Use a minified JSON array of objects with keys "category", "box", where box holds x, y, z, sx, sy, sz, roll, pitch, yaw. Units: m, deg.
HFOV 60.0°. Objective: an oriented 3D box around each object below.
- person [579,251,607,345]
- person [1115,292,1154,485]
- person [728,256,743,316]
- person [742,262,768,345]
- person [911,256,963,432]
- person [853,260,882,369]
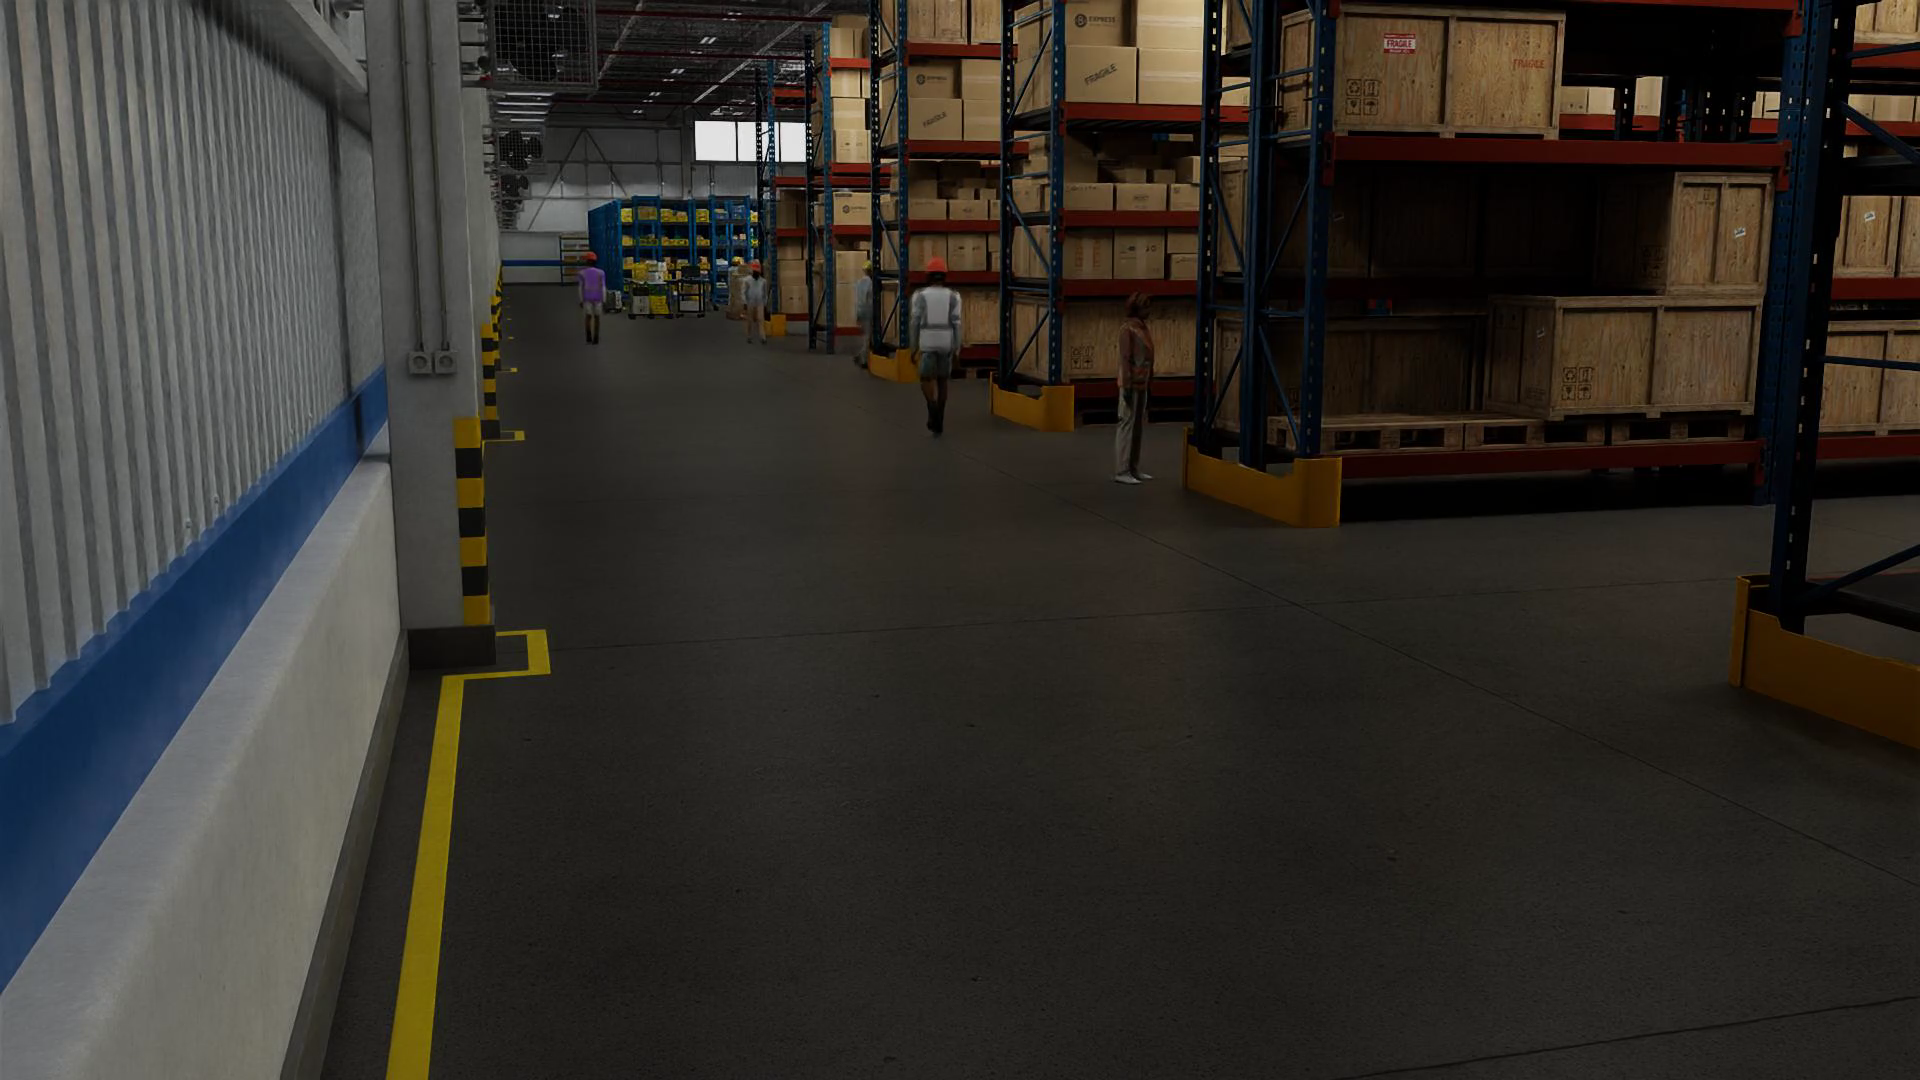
[{"category":"person","box":[-7.583,-5.003,34.407,0.555,1.918,0.407,-1,10,-7]},{"category":"person","box":[1.504,-1.301,14.260,0.310,1.636,0.523,5,11,27]},{"category":"person","box":[-6.484,-7.328,48.123,0.485,1.734,0.348,5,11,25]},{"category":"person","box":[-4.257,-4.926,34.579,0.566,1.714,0.864,-3,11,-18]},{"category":"person","box":[-0.250,-2.102,17.983,0.569,1.925,0.547,-1,10,-8]},{"category":"person","box":[-1.474,-3.692,27.340,0.432,1.799,0.594,-5,11,-26]}]
